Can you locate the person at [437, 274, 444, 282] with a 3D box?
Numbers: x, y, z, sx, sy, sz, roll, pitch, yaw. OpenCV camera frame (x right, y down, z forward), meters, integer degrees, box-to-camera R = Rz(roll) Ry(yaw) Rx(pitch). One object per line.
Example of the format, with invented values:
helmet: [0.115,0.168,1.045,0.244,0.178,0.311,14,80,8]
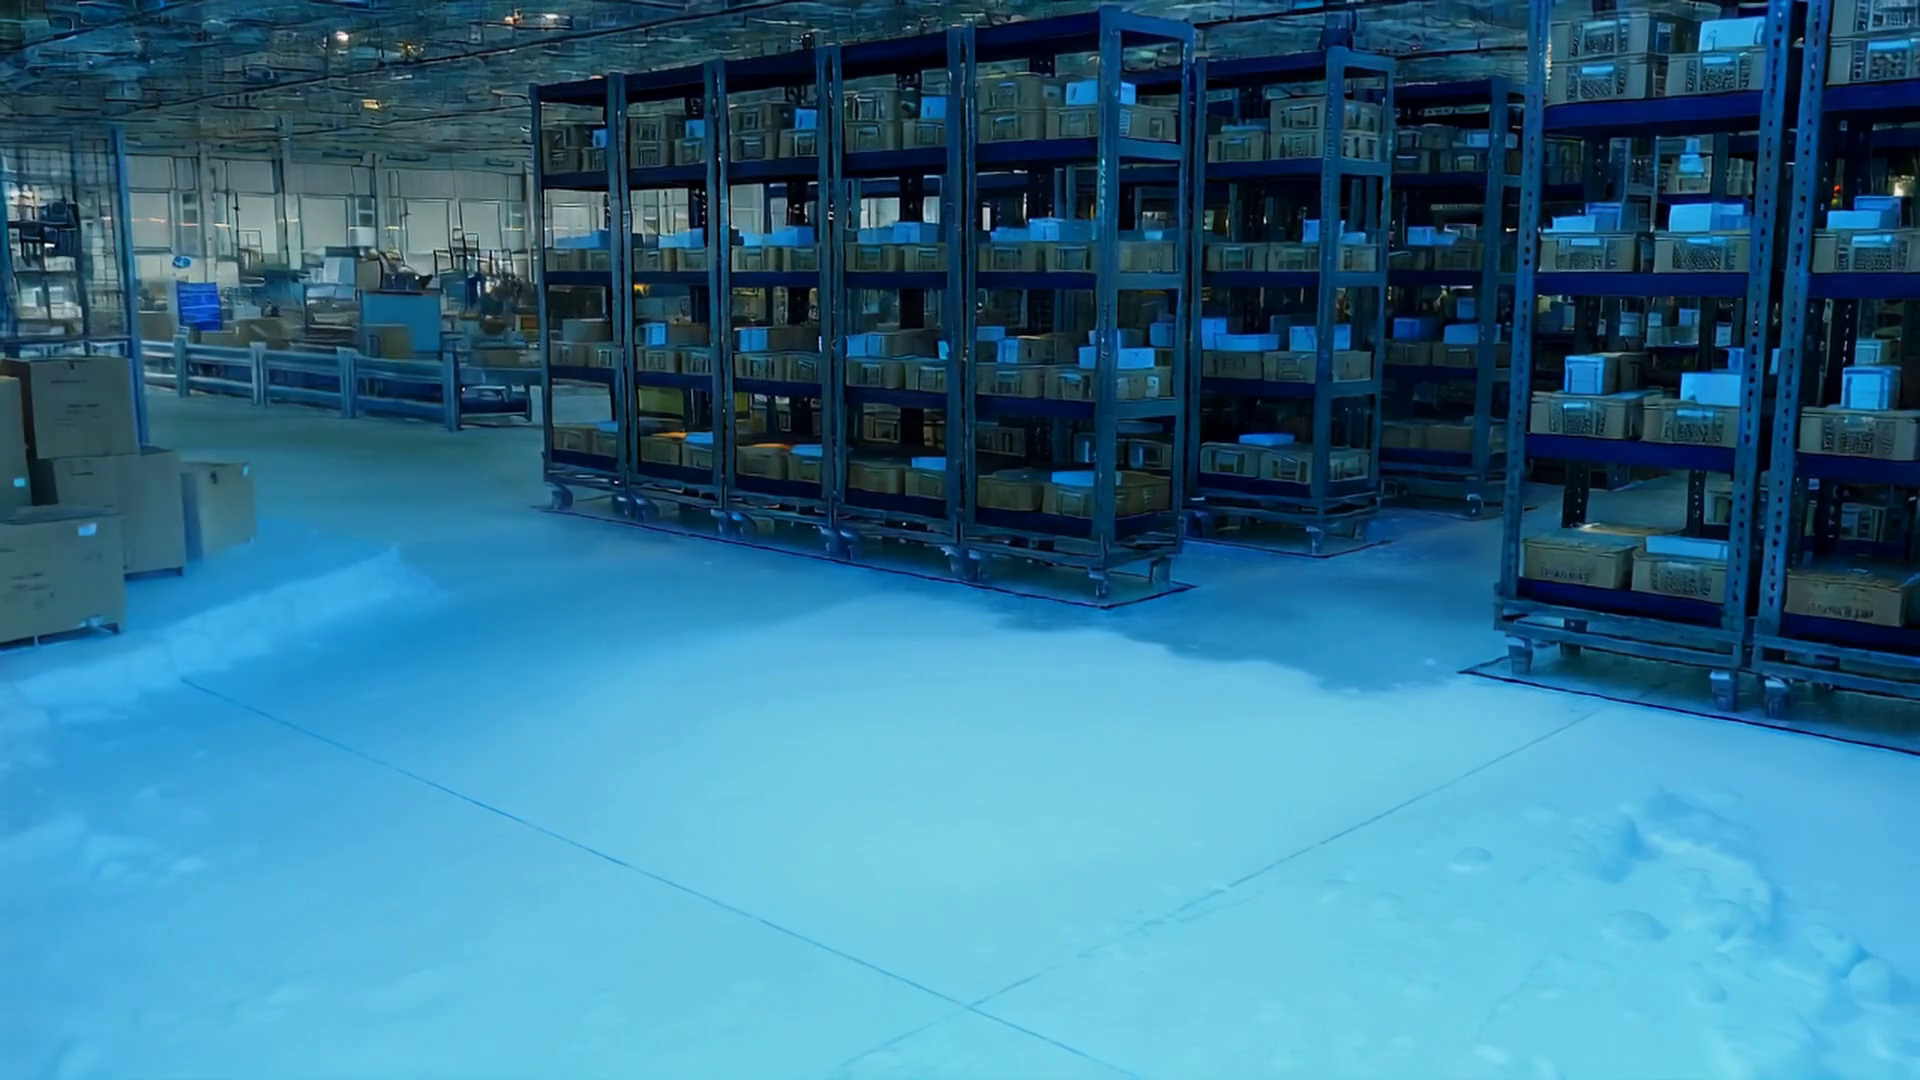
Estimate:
person: [-20.609,-9.704,66.490,1.010,1.871,0.578,-6,11,-32]

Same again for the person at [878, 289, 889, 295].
person: [-2.739,-8.540,59.970,0.361,1.687,0.545,6,11,31]

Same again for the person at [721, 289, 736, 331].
person: [-6.752,-6.618,48.053,0.539,1.730,0.885,-8,12,-40]

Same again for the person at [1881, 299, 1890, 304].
person: [22.824,-5.611,41.252,0.366,1.931,0.542,-2,9,-12]

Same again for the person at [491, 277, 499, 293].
person: [-16.592,-8.496,59.443,0.326,1.767,0.533,-1,9,-4]

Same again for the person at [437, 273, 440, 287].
person: [-22.768,-10.750,72.950,0.535,1.868,0.309,8,12,40]

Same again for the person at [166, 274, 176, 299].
person: [-38.032,-11.914,80.212,0.656,1.824,0.492,4,10,24]

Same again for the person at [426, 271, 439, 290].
person: [-18.744,-8.588,59.306,0.613,1.994,0.395,5,11,30]

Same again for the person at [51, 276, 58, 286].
person: [-38.321,-10.406,70.628,0.635,1.936,0.350,-2,10,-13]

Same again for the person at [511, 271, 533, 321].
person: [-17.549,-9.743,66.252,0.904,2.000,0.694,-4,10,-23]

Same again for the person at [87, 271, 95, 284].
person: [-41.491,-11.858,79.497,0.384,1.948,0.605,-6,11,-32]

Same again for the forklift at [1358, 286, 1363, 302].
forklift: [11.100,-7.017,46.970,1.873,2.768,1.129,9,13,43]

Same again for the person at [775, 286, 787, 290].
person: [-7.296,-10.005,68.139,0.604,1.954,0.392,-6,11,-32]

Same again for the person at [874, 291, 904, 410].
person: [-0.863,-2.021,19.603,0.490,1.813,0.589,-8,12,-39]

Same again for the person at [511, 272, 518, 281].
person: [-21.624,-12.125,81.283,0.673,1.902,0.608,8,12,42]

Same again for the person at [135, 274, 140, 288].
person: [-32.704,-9.624,65.883,0.543,1.927,0.376,7,11,35]

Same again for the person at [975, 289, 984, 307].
person: [0.558,-8.107,56.904,0.504,1.815,0.614,7,12,38]

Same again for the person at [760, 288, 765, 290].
person: [-7.364,-8.839,61.788,0.371,1.682,0.551,0,9,0]

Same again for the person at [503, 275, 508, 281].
person: [-20.489,-11.119,75.462,0.589,1.796,0.789,7,12,37]
